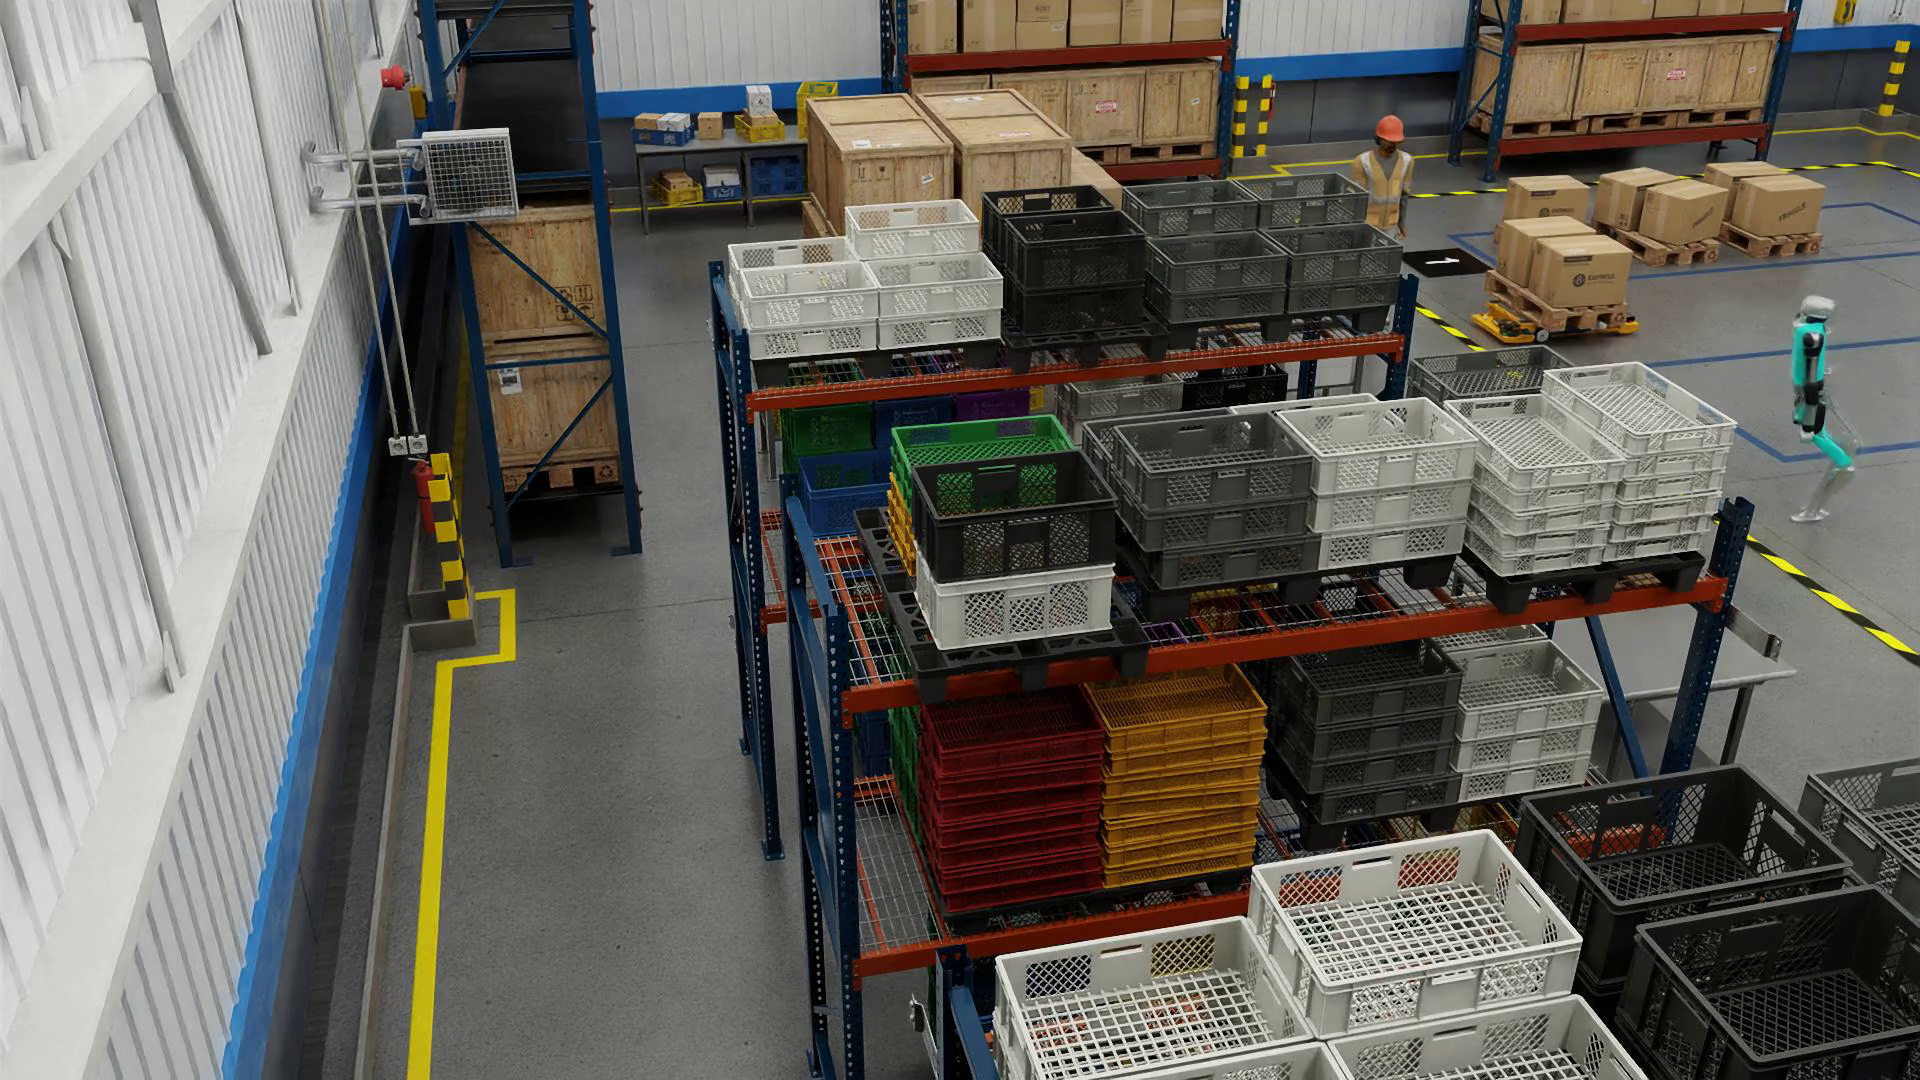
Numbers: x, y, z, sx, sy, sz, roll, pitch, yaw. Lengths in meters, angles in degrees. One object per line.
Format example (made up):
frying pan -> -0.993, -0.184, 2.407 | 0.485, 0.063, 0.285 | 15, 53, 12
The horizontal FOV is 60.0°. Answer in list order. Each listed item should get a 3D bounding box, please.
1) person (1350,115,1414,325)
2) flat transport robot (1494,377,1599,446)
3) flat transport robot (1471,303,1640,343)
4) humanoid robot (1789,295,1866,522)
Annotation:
person -> 4.005, -3.043, 15.920 | 0.613, 2.041, 0.375 | -5, 28, -10
flat transport robot -> 4.780, -1.036, 14.013 | 0.659, 0.231, 1.431 | -6, 28, -12
flat transport robot -> 5.775, -2.164, 16.122 | 1.431, 0.197, 0.652 | -6, 28, -12
humanoid robot -> 6.377, -0.893, 12.198 | 0.809, 1.793, 0.535 | 8, 29, 15
